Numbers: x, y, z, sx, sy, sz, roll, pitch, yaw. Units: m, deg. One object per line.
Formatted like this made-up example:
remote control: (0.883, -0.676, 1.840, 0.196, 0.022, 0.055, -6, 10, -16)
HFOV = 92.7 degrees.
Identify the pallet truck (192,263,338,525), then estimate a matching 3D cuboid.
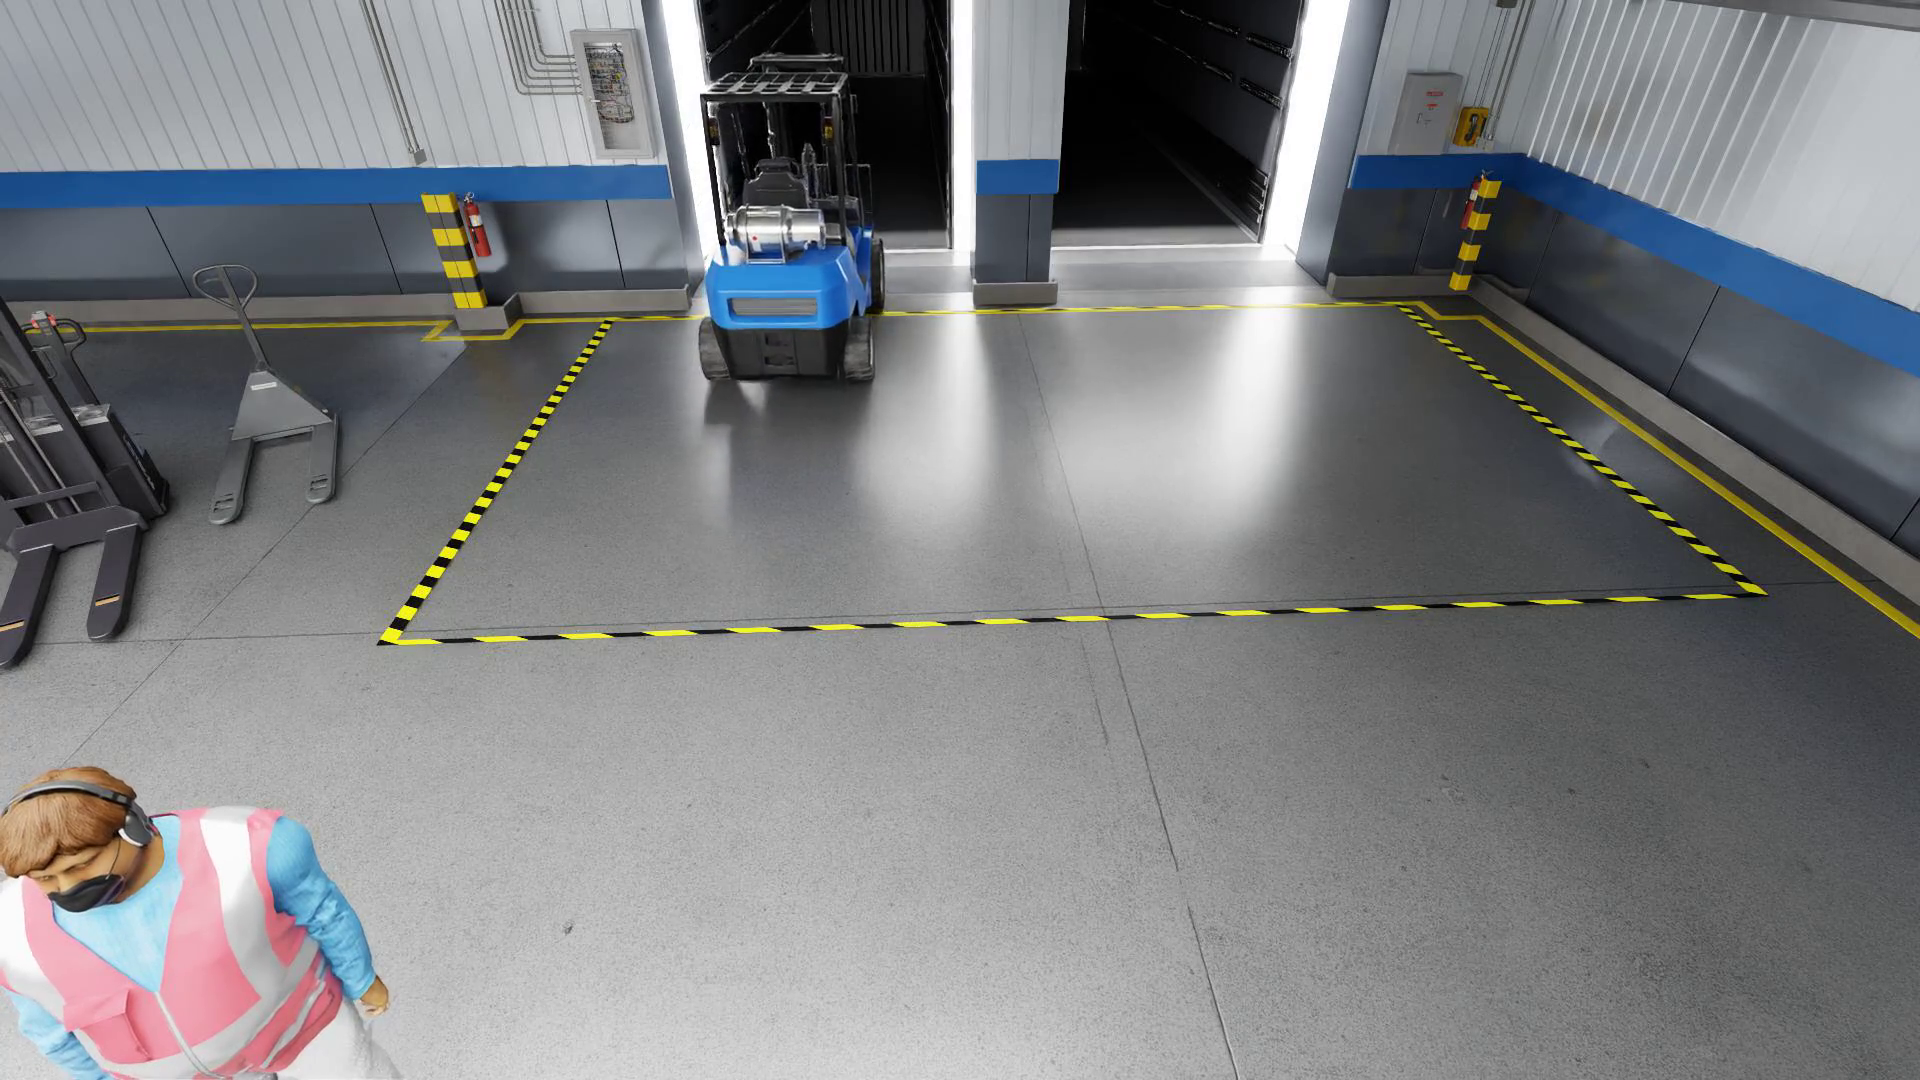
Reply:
pallet truck: (-4.778, -1.027, 6.128, 0.680, 1.201, 1.601, -17, 38, -23)

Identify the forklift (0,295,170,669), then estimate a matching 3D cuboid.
forklift: (-5.212, -0.618, 4.878, 0.823, 1.965, 1.885, -20, 39, -26)

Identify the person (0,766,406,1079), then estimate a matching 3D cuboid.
person: (-1.822, 1.247, 2.334, 0.623, 1.843, 0.431, -19, 39, -25)

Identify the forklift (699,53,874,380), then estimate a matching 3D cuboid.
forklift: (-1.395, -2.792, 7.679, 1.157, 2.036, 2.680, 0, 35, 0)
